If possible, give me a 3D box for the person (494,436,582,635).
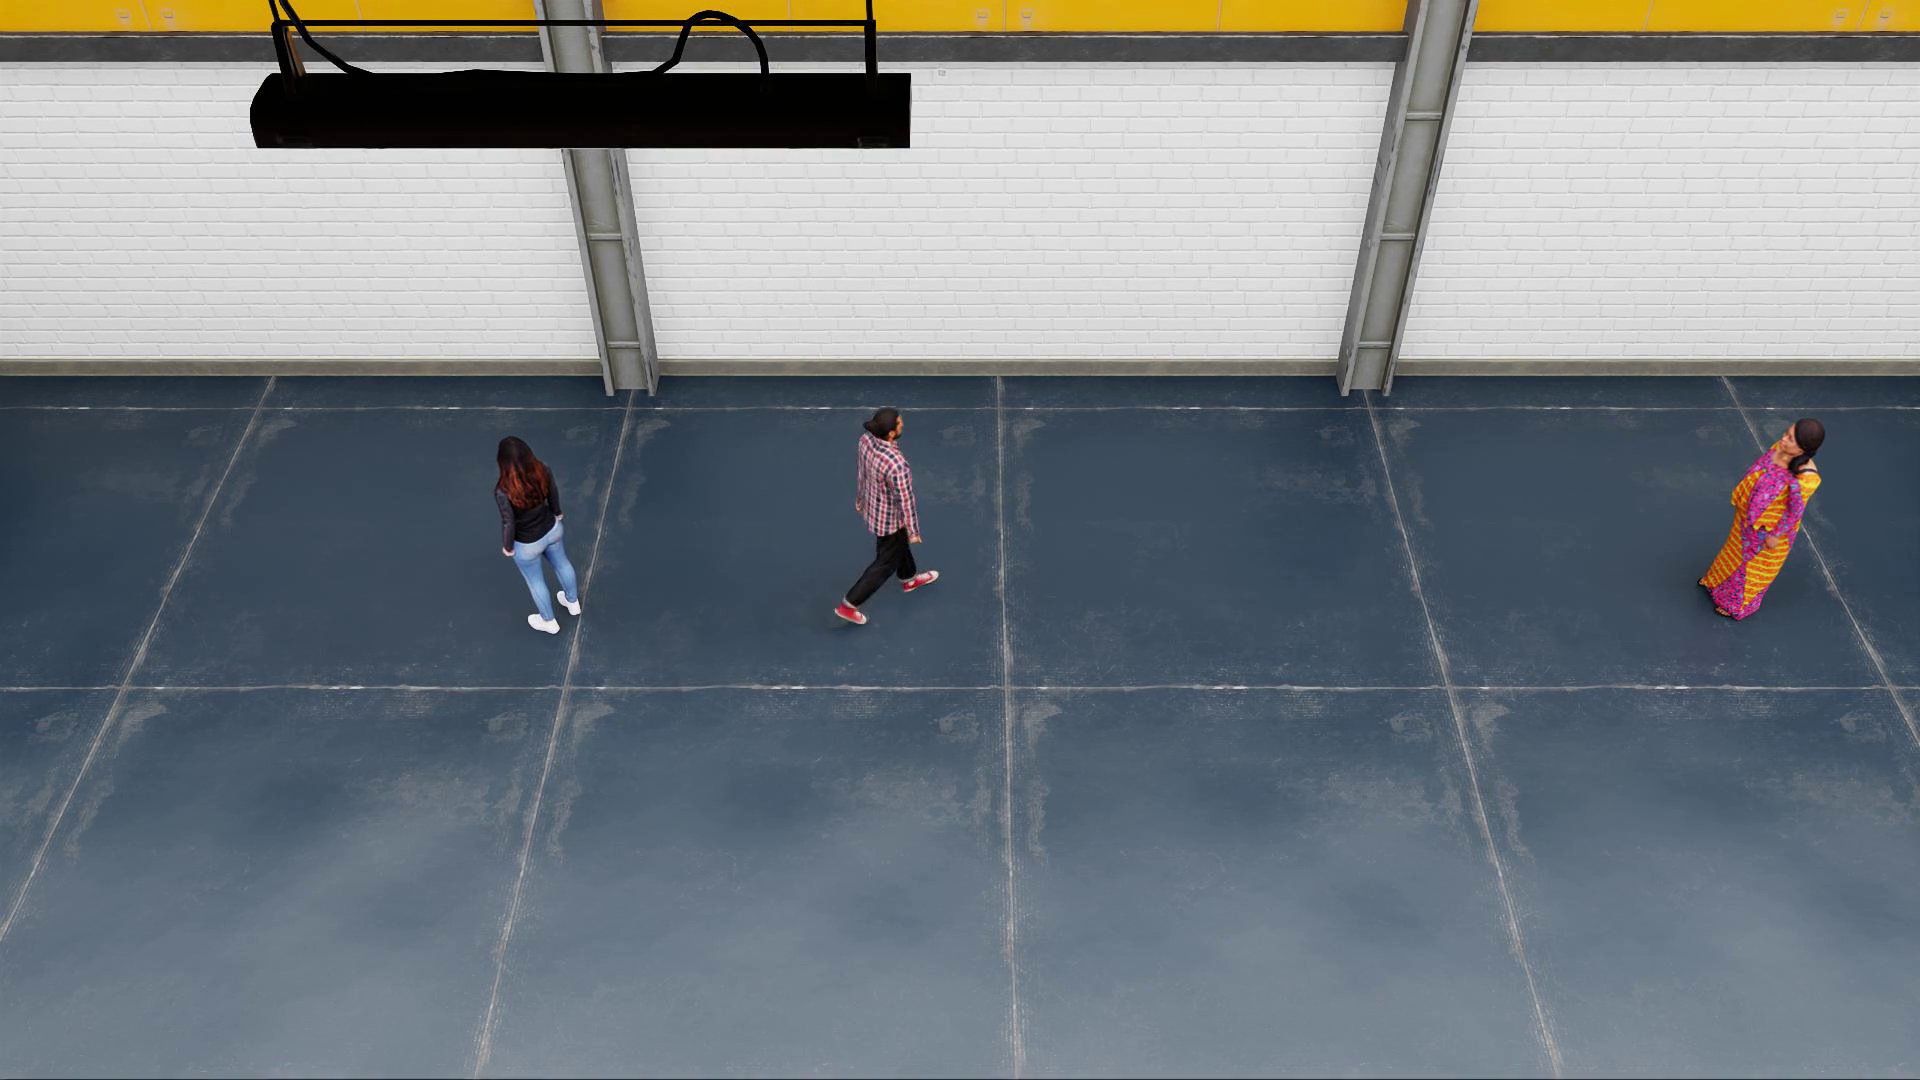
[{"bbox_3d":[-2.865,-0.046,11.201,0.762,1.634,0.730,28,50,26],"label":"person"}]

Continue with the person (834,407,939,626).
[{"bbox_3d":[-0.559,-0.148,11.222,1.244,1.750,1.080,-22,48,-21],"label":"person"}]

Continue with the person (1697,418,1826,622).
[{"bbox_3d":[5.485,-0.184,11.307,0.659,1.686,0.651,-3,44,-3],"label":"person"}]
